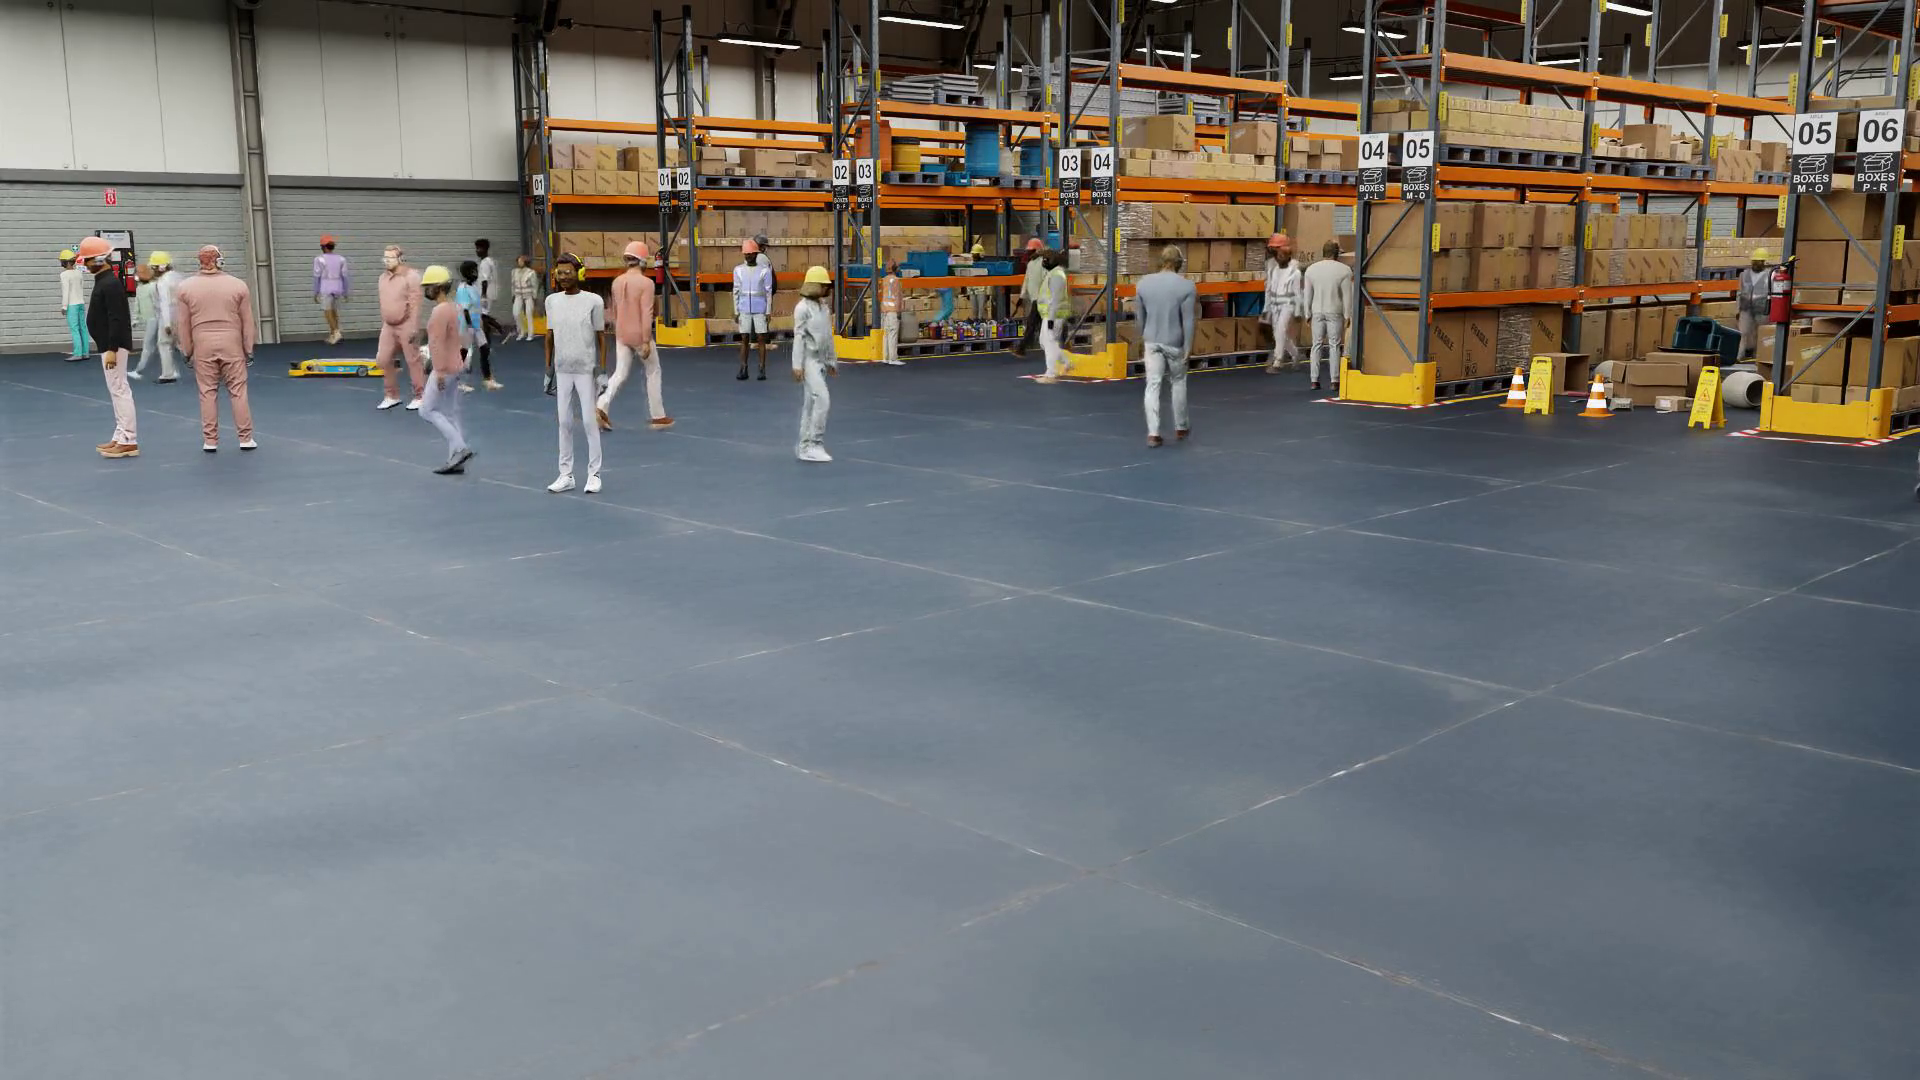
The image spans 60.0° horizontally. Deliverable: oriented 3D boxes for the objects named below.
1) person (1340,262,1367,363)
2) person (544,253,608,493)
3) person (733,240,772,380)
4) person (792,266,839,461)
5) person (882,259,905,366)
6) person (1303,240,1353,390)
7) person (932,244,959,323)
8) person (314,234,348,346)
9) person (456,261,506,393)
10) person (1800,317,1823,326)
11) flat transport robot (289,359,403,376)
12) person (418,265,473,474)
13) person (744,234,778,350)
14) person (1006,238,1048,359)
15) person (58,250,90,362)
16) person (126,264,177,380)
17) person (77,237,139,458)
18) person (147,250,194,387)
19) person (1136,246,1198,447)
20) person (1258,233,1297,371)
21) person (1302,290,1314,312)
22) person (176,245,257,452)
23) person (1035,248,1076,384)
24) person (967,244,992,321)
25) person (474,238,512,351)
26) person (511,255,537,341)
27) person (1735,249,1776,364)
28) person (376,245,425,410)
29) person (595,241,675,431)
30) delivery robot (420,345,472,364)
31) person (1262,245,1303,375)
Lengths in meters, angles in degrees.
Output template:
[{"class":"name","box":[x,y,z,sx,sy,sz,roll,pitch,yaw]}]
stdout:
[{"class":"person","box":[5.628,-3.236,24.276,0.768,1.606,0.505,-5,12,-26]},{"class":"person","box":[-3.017,-1.306,13.025,0.537,1.866,0.314,2,11,11]},{"class":"person","box":[-2.896,-3.215,23.237,0.547,1.938,0.379,1,10,5]},{"class":"person","box":[-1.229,-1.552,14.723,0.555,1.721,0.513,5,11,24]},{"class":"person","box":[-1.044,-3.525,25.751,0.310,1.636,0.523,-5,11,-24]},{"class":"person","box":[4.799,-2.934,21.706,0.634,1.936,0.351,5,12,27]},{"class":"person","box":[-0.309,-5.002,33.293,0.629,1.824,0.581,-9,14,-40]},{"class":"person","box":[-11.508,-4.574,30.445,0.727,2.037,0.626,9,14,40]},{"class":"person","box":[-6.146,-2.710,21.186,0.727,1.665,0.555,1,10,3]},{"class":"person","box":[13.307,-3.687,25.953,0.356,1.887,0.572,-5,11,-24]},{"class":"flat transport robot","box":[-8.860,-2.502,24.017,1.431,0.197,0.652,0,10,-2]},{"class":"person","box":[-4.360,-1.418,13.956,0.372,1.747,0.545,-1,10,-4]},{"class":"person","box":[-3.498,-4.383,29.444,0.537,2.000,0.679,-8,13,-37]},{"class":"person","box":[1.185,-3.928,27.117,1.025,1.938,0.638,-4,11,-19]},{"class":"person","box":[-14.219,-3.753,26.646,0.308,1.769,0.524,0,10,2]},{"class":"person","box":[-11.304,-3.012,23.060,0.523,1.586,0.822,9,14,41]},{"class":"person","box":[-7.759,-1.757,15.161,0.394,1.985,0.609,-6,12,-30]},{"class":"person","box":[-10.467,-2.960,22.226,0.707,1.806,0.605,0,10,-2]},{"class":"person","box":[2.022,-1.885,16.116,0.630,1.892,0.959,4,11,22]},{"class":"person","box":[4.700,-3.522,24.685,0.429,2.029,0.610,-9,14,-40]},{"class":"person","box":[8.658,-6.342,40.978,0.545,1.687,0.540,7,13,35]},{"class":"person","box":[-6.918,-1.780,15.513,0.643,1.905,0.400,-4,11,-19]},{"class":"person","box":[1.270,-3.038,22.600,0.470,1.831,0.628,0,10,1]},{"class":"person","box":[0.350,-4.824,32.312,0.601,1.827,0.403,9,14,42]},{"class":"person","box":[-8.237,-4.294,29.103,0.525,1.950,0.605,-1,10,-6]},{"class":"person","box":[-8.267,-4.575,31.505,0.545,1.617,0.515,2,11,10]},{"class":"person","box":[11.830,-3.428,24.790,0.621,1.784,0.931,9,14,42]},{"class":"person","box":[-6.460,-2.423,19.082,0.659,1.885,0.690,4,11,22]},{"class":"person","box":[-3.414,-2.098,17.141,0.619,1.955,0.986,7,12,33]},{"class":"delivery robot","box":[-7.480,-2.726,24.210,0.707,0.478,0.477,-7,12,-34]},{"class":"person","box":[4.779,-3.371,24.326,0.807,1.858,0.581,-7,13,-34]}]
